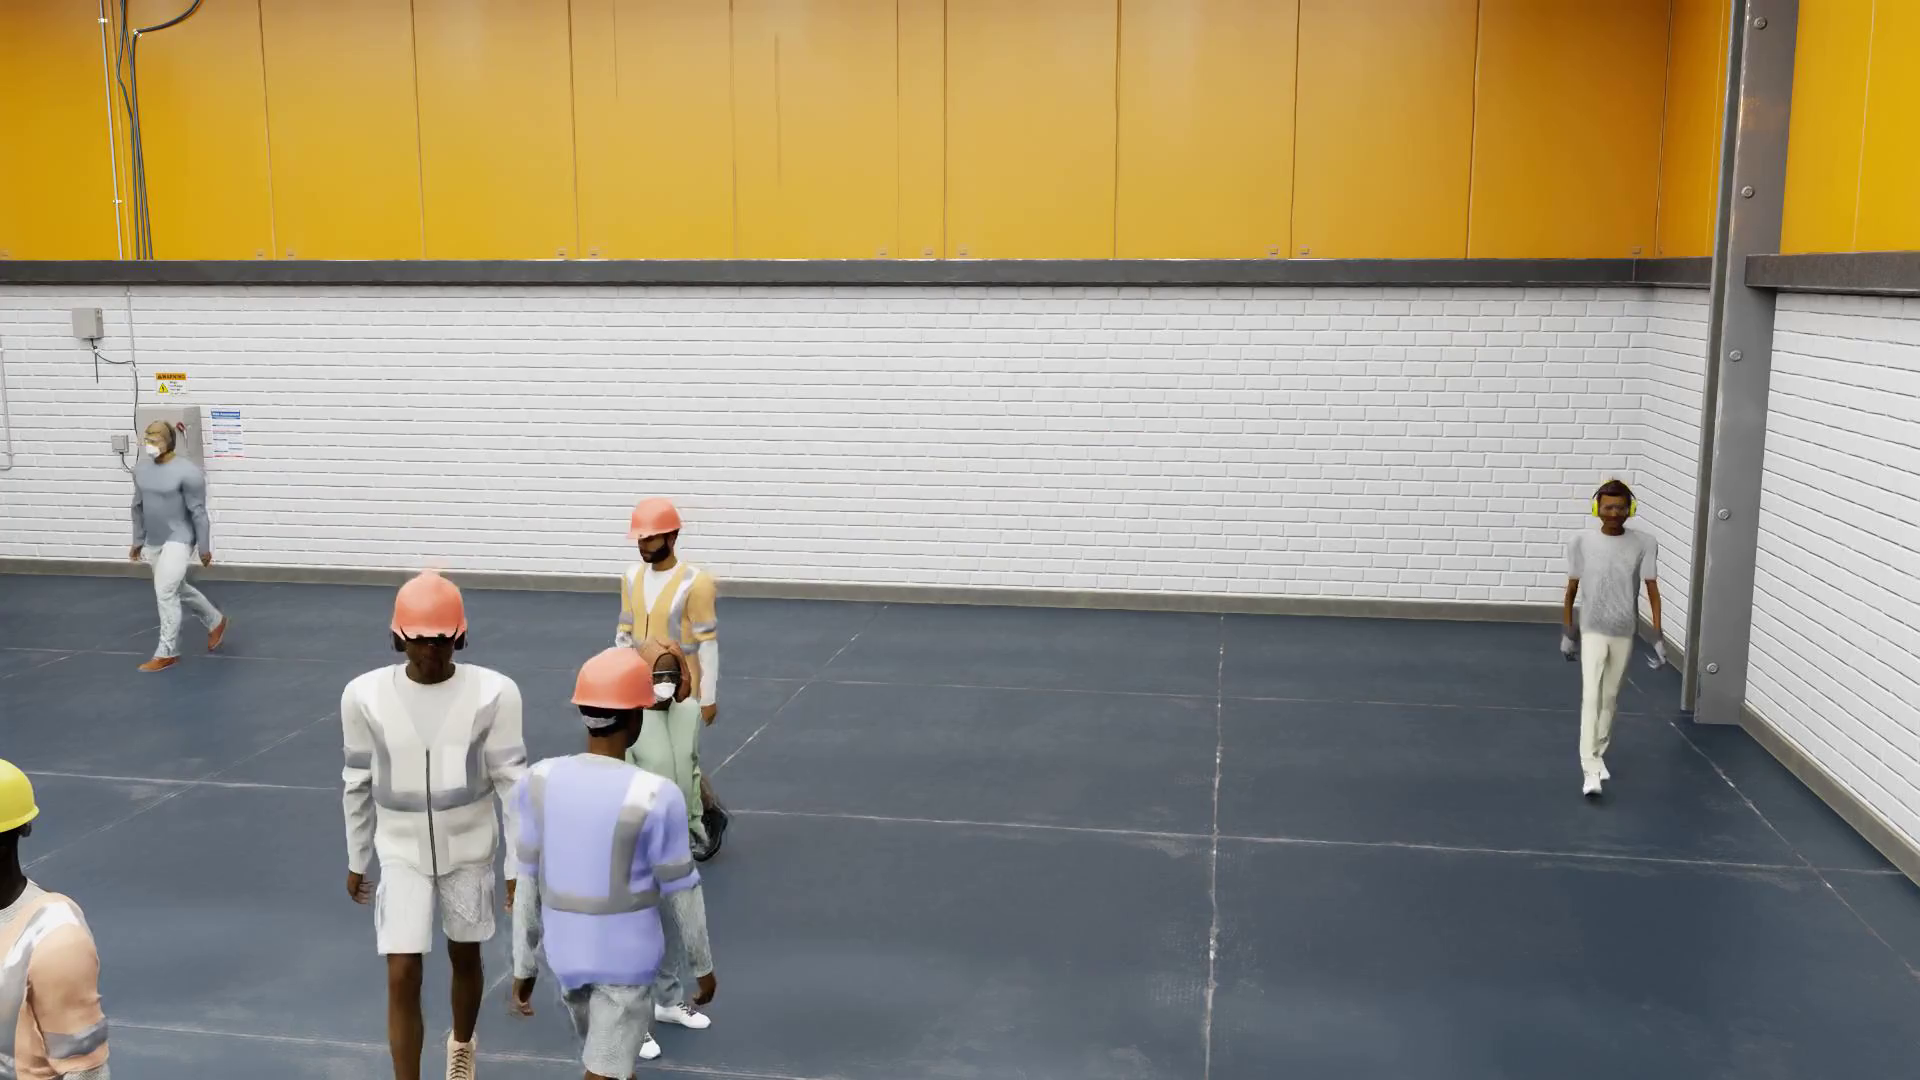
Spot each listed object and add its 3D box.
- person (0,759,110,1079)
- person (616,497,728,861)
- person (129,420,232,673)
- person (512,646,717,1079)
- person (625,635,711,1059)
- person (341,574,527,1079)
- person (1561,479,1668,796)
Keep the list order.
[{"bbox_3d":[-2.247,1.441,3.955,0.592,1.926,0.366,6,11,34],"label":"person"},{"bbox_3d":[-1.476,0.730,8.361,0.550,1.918,0.431,6,11,34],"label":"person"},{"bbox_3d":[-6.022,0.007,12.858,0.622,1.912,0.924,4,10,24],"label":"person"},{"bbox_3d":[-1.038,1.260,5.193,0.570,1.881,0.978,4,10,22],"label":"person"},{"bbox_3d":[-1.176,1.174,6.514,0.285,1.631,0.501,6,11,33],"label":"person"},{"bbox_3d":[-1.806,1.118,5.709,0.637,2.003,0.896,-2,9,-12],"label":"person"},{"bbox_3d":[3.792,0.570,9.624,0.546,1.824,0.929,2,9,11],"label":"person"}]
